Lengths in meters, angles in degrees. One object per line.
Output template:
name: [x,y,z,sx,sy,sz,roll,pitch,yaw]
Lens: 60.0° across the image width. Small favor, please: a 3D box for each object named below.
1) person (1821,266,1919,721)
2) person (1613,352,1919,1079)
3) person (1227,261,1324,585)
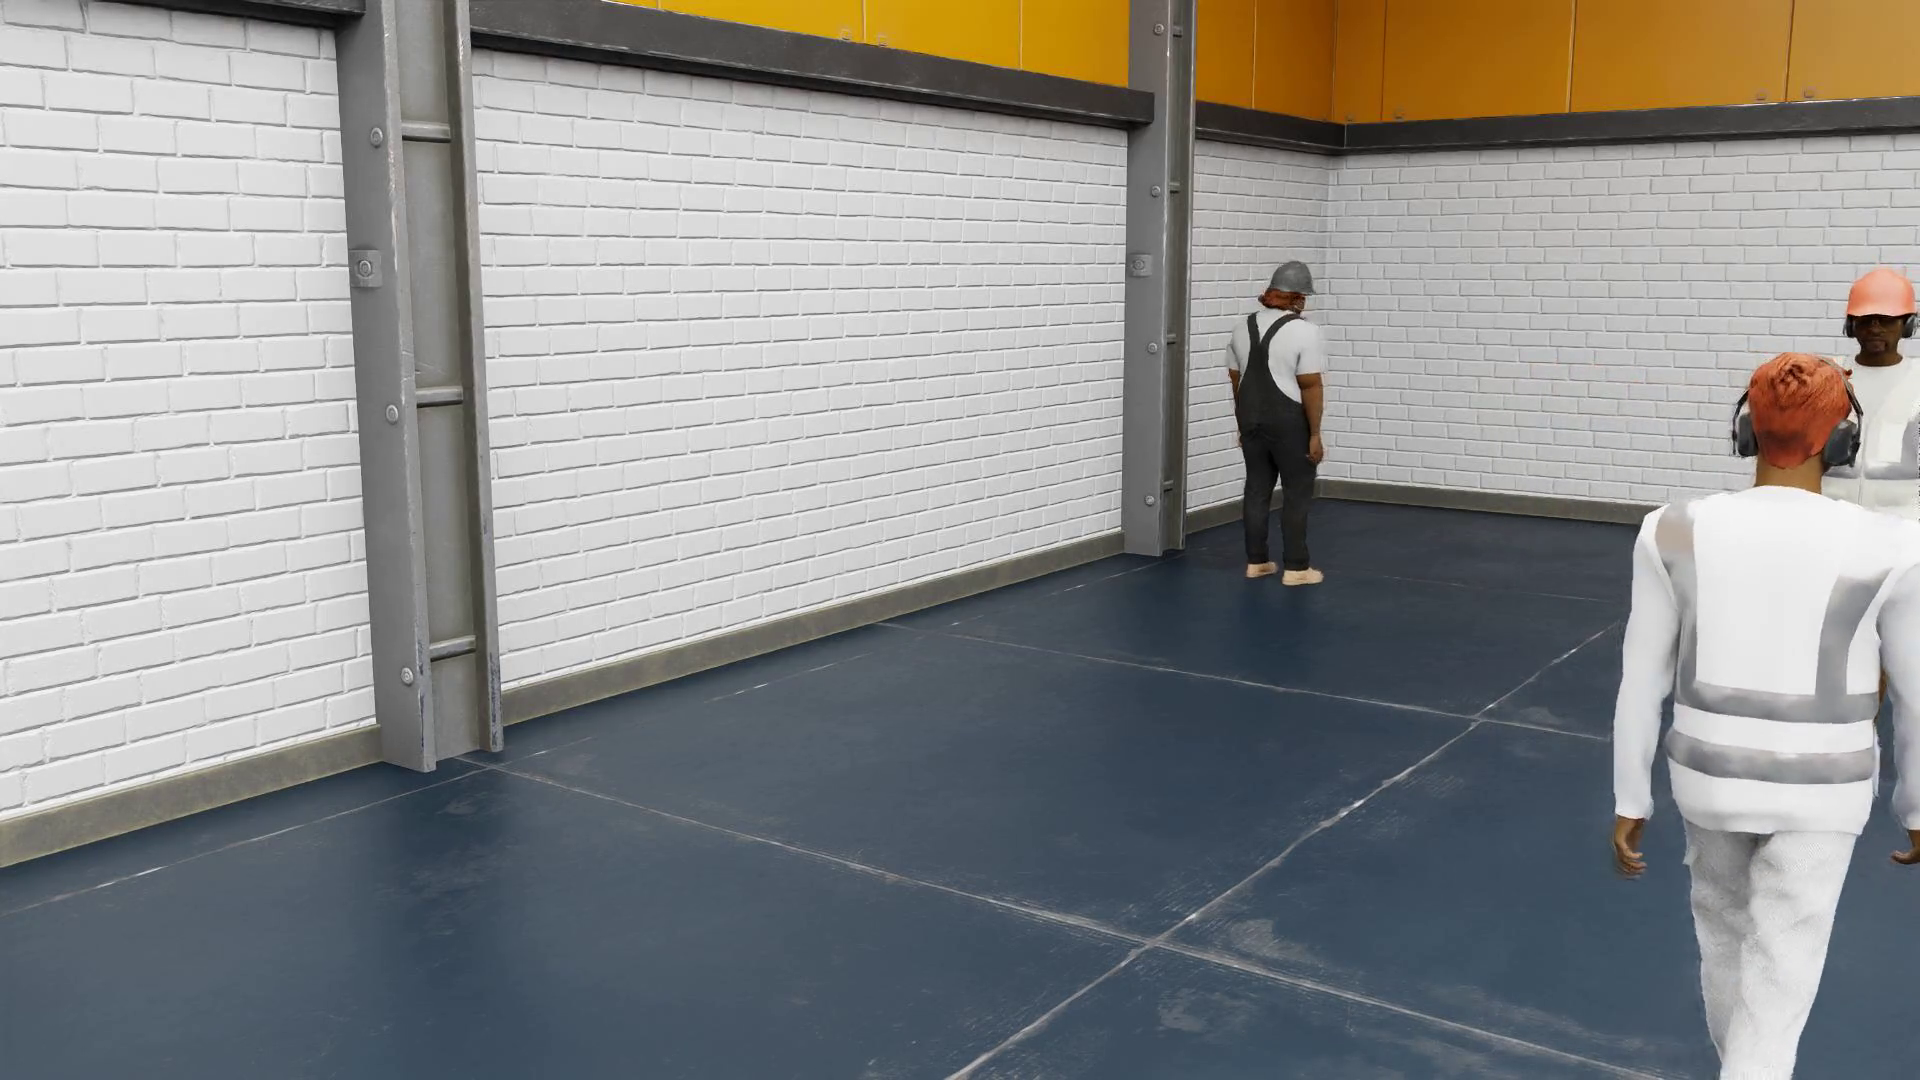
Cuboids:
person: [3.622,-0.081,6.646,0.616,2.016,0.929,7,12,37]
person: [1.733,0.526,3.517,0.585,1.828,1.004,8,13,40]
person: [2.041,-0.749,10.502,0.536,2.000,0.713,-8,12,-39]
